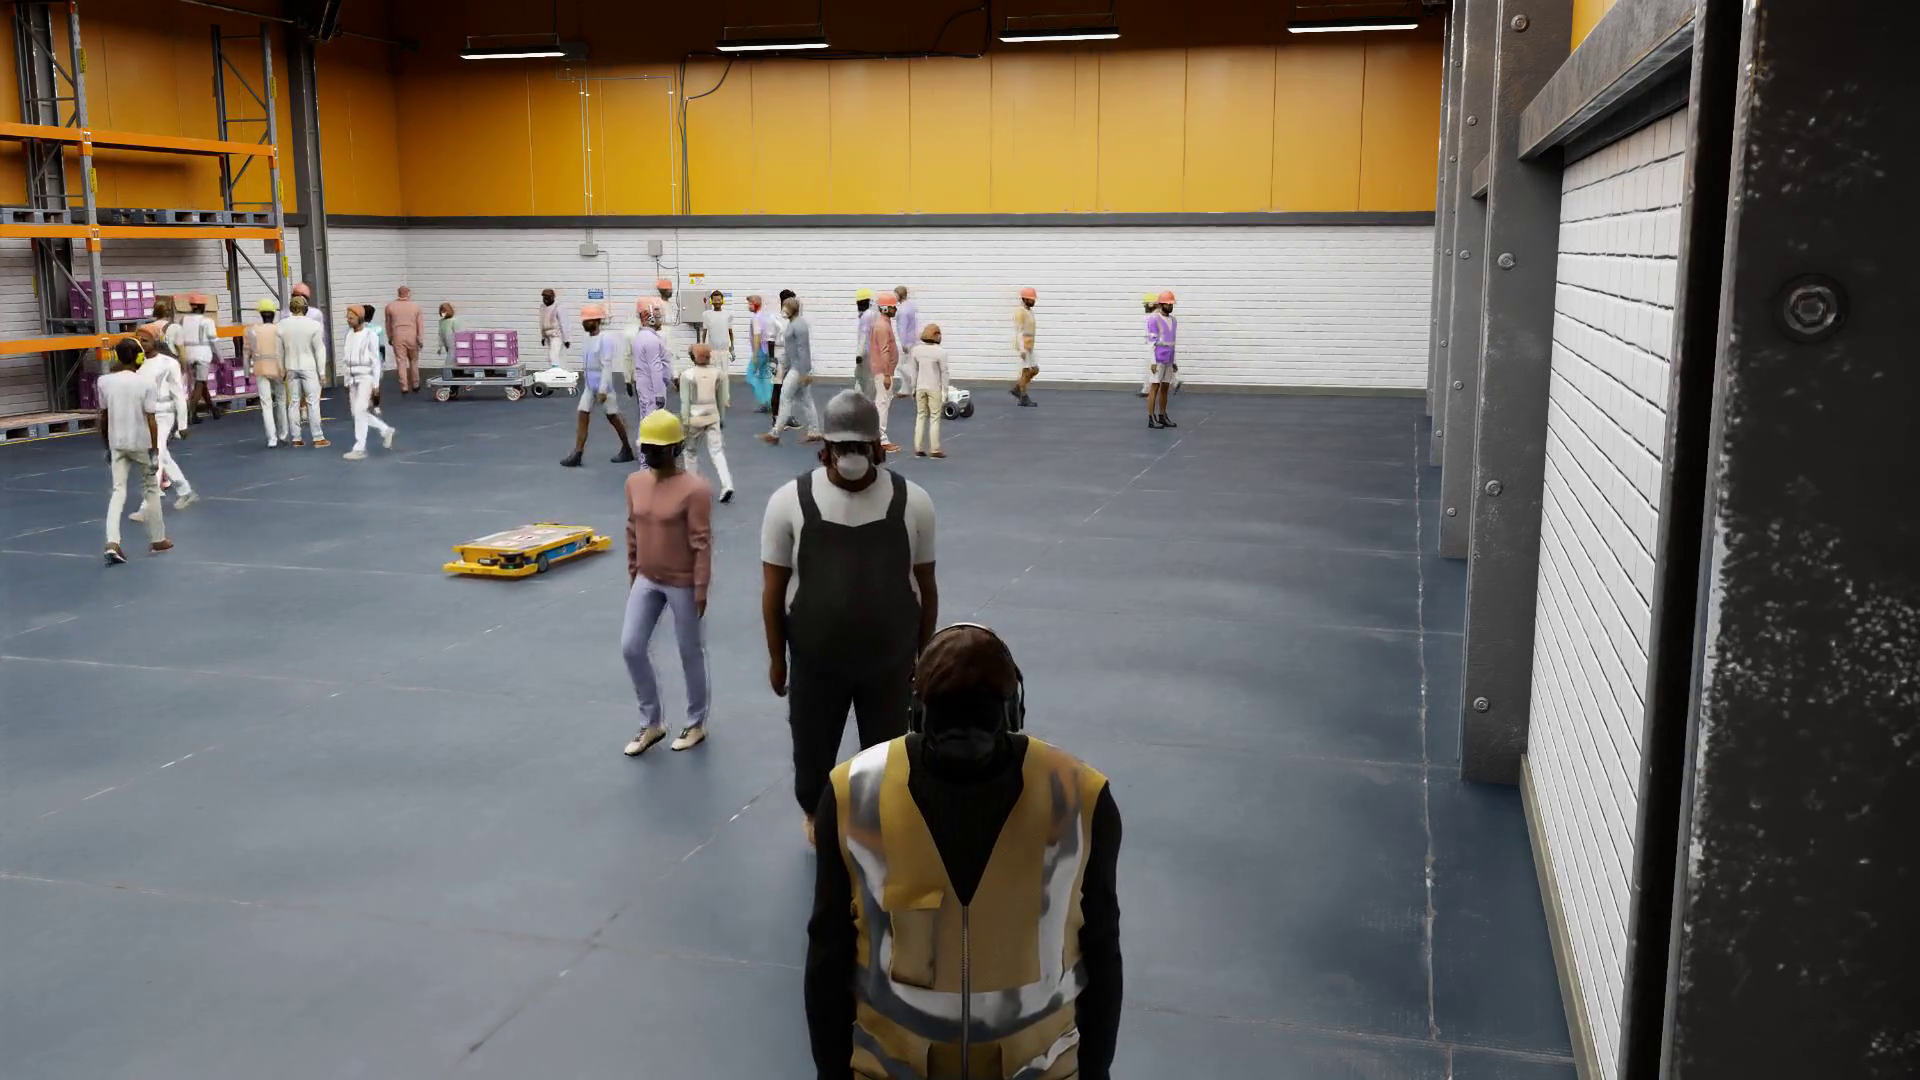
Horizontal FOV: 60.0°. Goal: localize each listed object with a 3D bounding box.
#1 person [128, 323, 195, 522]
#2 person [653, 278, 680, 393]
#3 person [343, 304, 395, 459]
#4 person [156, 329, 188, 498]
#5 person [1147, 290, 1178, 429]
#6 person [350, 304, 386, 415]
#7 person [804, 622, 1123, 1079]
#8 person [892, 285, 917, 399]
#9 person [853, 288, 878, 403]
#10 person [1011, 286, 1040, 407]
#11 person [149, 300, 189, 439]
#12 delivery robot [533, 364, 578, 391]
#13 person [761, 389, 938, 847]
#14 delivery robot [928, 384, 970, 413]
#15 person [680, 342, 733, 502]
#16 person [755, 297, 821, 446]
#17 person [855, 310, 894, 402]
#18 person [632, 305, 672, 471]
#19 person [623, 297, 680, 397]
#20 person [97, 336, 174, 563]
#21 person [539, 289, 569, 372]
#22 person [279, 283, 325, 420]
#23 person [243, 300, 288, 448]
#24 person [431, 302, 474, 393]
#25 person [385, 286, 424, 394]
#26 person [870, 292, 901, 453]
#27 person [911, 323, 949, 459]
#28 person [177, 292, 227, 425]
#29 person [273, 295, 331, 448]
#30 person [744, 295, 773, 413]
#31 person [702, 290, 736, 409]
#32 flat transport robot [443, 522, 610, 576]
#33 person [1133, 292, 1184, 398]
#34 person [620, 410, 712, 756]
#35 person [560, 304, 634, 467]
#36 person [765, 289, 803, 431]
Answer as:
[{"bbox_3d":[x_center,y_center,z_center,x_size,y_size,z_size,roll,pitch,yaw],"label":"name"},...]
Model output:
[{"bbox_3d":[-7.627,-1.139,15.806,0.579,1.840,0.992,3,10,17],"label":"person"},{"bbox_3d":[-5.223,-3.557,29.022,1.026,2.008,0.600,4,11,22],"label":"person"},{"bbox_3d":[-7.218,-1.930,20.199,0.579,1.863,0.737,6,12,32],"label":"person"},{"bbox_3d":[-8.210,-1.316,17.086,0.541,1.715,0.906,0,10,-3],"label":"person"},{"bbox_3d":[2.874,-2.538,23.408,0.542,1.939,0.369,-9,13,-42],"label":"person"},{"bbox_3d":[-8.907,-2.700,25.038,0.537,1.681,0.598,-2,10,-13],"label":"person"},{"bbox_3d":[0.008,1.062,3.301,0.634,1.841,0.429,0,10,0],"label":"person"},{"bbox_3d":[-0.860,-3.292,27.747,0.575,1.917,0.625,2,10,11],"label":"person"},{"bbox_3d":[-1.487,-2.929,25.690,0.466,1.912,0.595,1,10,3],"label":"person"},{"bbox_3d":[1.055,-3.079,26.527,0.447,1.920,0.543,5,11,28],"label":"person"},{"bbox_3d":[-10.521,-2.242,22.011,0.557,1.839,0.396,-2,10,-10],"label":"person"},{"bbox_3d":[-6.853,-2.743,28.224,0.707,0.478,0.477,0,10,1],"label":"delivery robot"},{"bbox_3d":[-0.428,0.385,6.571,0.698,2.000,0.802,-1,10,-7],"label":"person"},{"bbox_3d":[-0.222,-2.129,24.743,0.707,0.478,0.477,6,12,31],"label":"delivery robot"},{"bbox_3d":[-2.551,-1.182,16.681,0.528,1.603,0.829,-8,13,-38],"label":"person"},{"bbox_3d":[-2.223,-2.157,21.350,0.947,1.895,0.663,-2,10,-11],"label":"person"},{"bbox_3d":[-1.427,-2.927,26.583,0.823,1.604,0.517,3,10,16],"label":"person"},{"bbox_3d":[-3.399,-1.653,18.491,0.409,1.909,0.640,-5,11,-26],"label":"person"},{"bbox_3d":[-3.734,-1.952,20.102,0.622,1.947,1.018,-5,11,-26],"label":"person"},{"bbox_3d":[-6.792,-0.744,13.576,0.535,1.833,0.940,-1,10,-5],"label":"person"},{"bbox_3d":[-7.343,-3.690,30.359,0.640,1.795,0.673,8,13,39],"label":"person"},{"bbox_3d":[-9.644,-2.755,24.411,0.613,2.018,0.603,-5,11,-25],"label":"person"},{"bbox_3d":[-8.853,-2.132,21.326,0.609,1.862,1.037,-5,11,-24],"label":"person"},{"bbox_3d":[-8.892,-3.355,29.068,0.525,1.575,0.841,8,13,39],"label":"person"},{"bbox_3d":[-9.681,-3.500,29.049,0.644,1.868,0.872,-3,10,-16],"label":"person"},{"bbox_3d":[-0.921,-2.088,20.704,0.396,1.992,0.622,-1,10,-8],"label":"person"},{"bbox_3d":[-0.359,-1.792,20.051,0.507,1.631,0.266,6,12,31],"label":"person"},{"bbox_3d":[-10.980,-2.640,24.134,0.574,1.879,1.004,2,10,11],"label":"person"},{"bbox_3d":[-8.342,-2.127,21.084,0.629,1.939,0.376,0,10,3],"label":"person"},{"bbox_3d":[-3.056,-2.838,25.453,0.467,1.820,0.628,3,10,15],"label":"person"},{"bbox_3d":[-3.781,-2.971,26.072,0.535,1.864,0.314,-3,10,-16],"label":"person"},{"bbox_3d":[-3.469,0.061,13.410,0.652,0.197,1.431,3,11,18],"label":"flat transport robot"},{"bbox_3d":[3.376,-3.281,28.058,0.812,1.793,0.629,0,10,1],"label":"person"},{"bbox_3d":[-1.479,0.222,8.299,0.545,1.743,0.608,5,11,26],"label":"person"},{"bbox_3d":[-4.228,-1.807,19.433,0.562,1.889,0.986,9,13,41],"label":"person"},{"bbox_3d":[-2.424,-2.506,23.172,0.380,1.958,0.603,8,13,39],"label":"person"}]
